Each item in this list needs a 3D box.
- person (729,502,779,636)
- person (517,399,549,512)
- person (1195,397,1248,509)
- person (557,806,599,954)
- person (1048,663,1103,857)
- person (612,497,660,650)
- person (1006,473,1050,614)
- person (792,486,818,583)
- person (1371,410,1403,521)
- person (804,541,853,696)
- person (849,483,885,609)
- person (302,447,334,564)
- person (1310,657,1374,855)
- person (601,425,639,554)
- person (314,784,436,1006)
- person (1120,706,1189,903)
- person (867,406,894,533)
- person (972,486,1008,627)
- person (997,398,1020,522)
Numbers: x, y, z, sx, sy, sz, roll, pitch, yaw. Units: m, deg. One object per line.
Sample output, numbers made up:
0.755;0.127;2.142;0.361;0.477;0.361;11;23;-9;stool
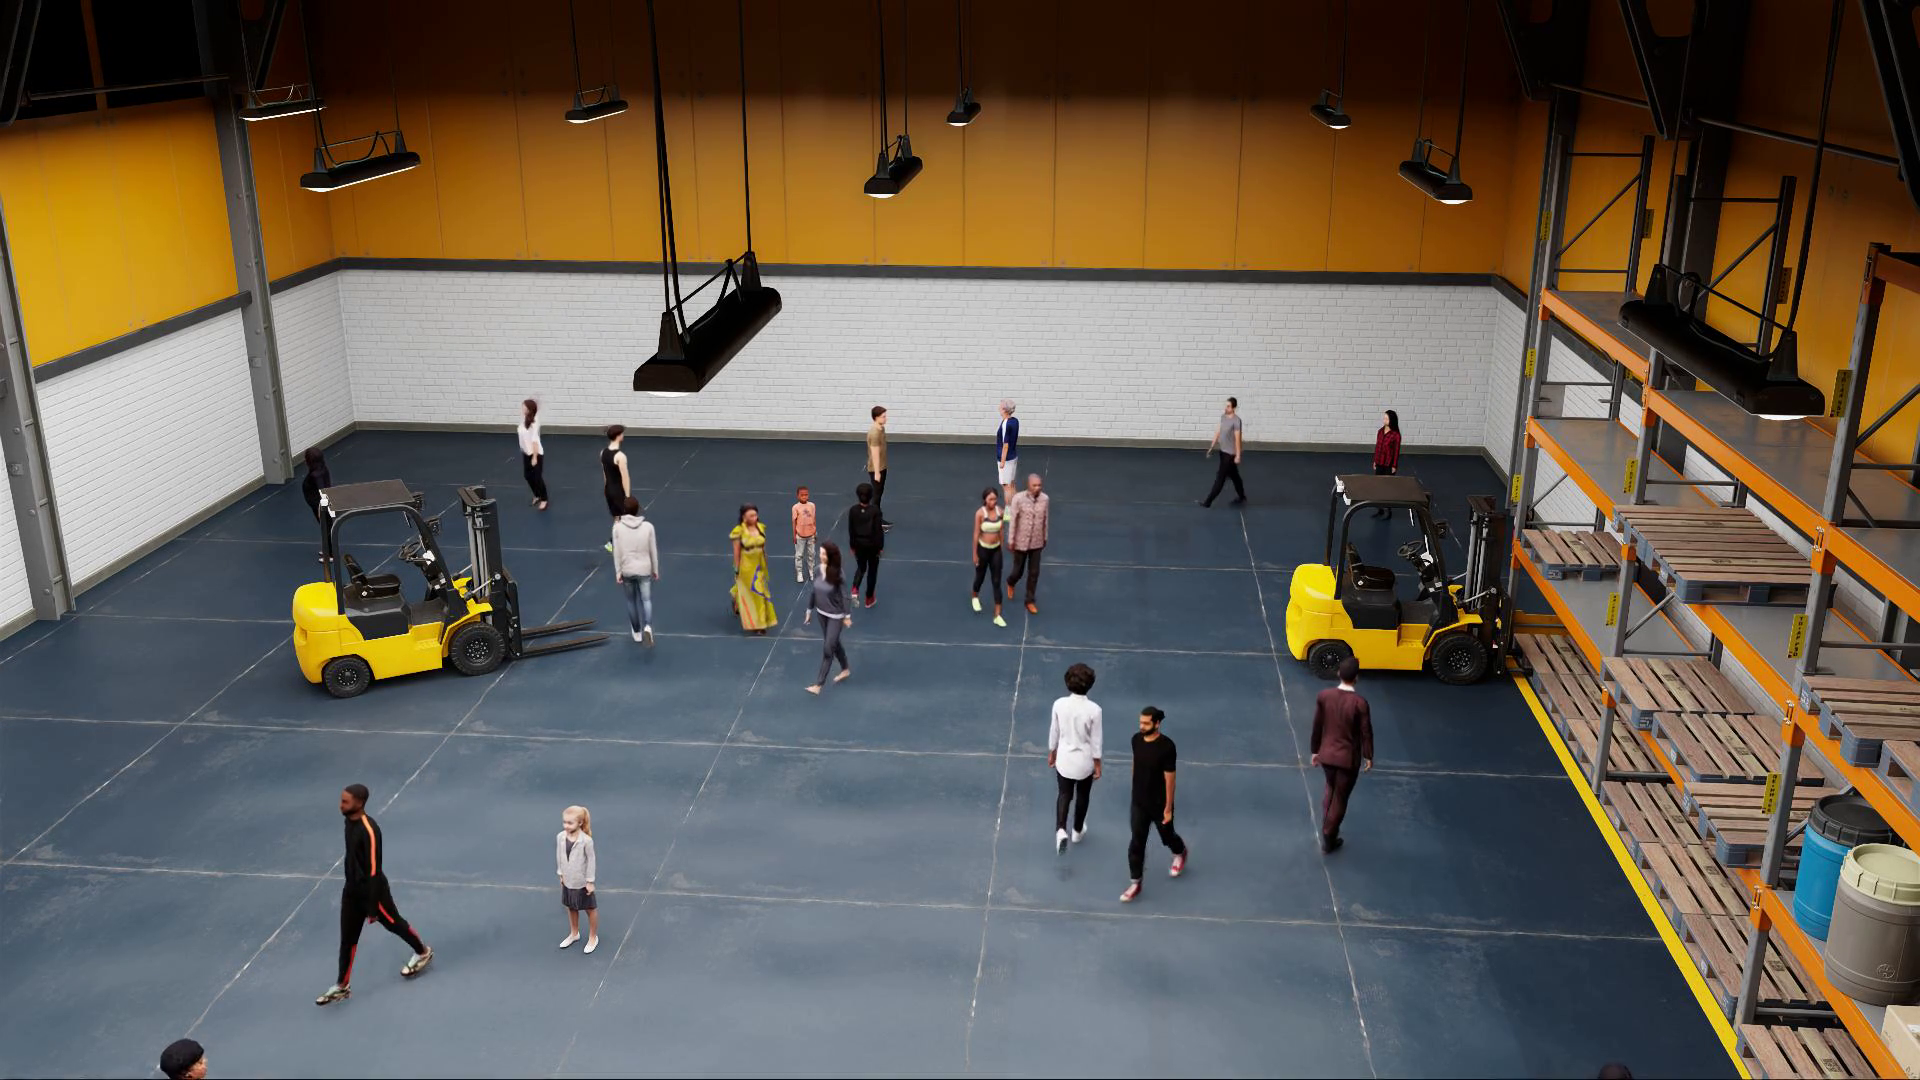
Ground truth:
-2.614;0.322;20.341;1.248;1.638;1.254;16;25;40;person
-6.345;-1.268;24.884;0.826;1.752;0.786;-12;22;-31;person
4.127;-1.304;25.064;1.012;1.705;1.196;-6;19;-17;person
-3.136;2.765;13.654;0.560;1.275;0.589;7;20;21;person
1.034;2.019;15.070;0.787;1.785;1.060;5;19;15;person
-3.847;0.418;19.753;0.933;1.831;1.184;-5;19;-16;person
0.832;-0.001;21.071;0.919;1.783;1.055;-5;19;-13;person
-2.062;-0.100;22.107;0.541;1.310;0.569;-6;20;-18;person
6.324;-1.126;24.619;0.717;1.651;0.636;-12;22;-32;person
-1.391;0.841;18.674;1.023;1.717;1.194;14;23;36;person
-1.195;0.098;20.964;0.706;1.665;0.885;6;19;17;person
-8.735;-0.492;22.792;0.808;1.615;0.696;-6;20;-17;person
3.411;1.985;15.077;0.905;1.846;0.980;16;24;39;person
-4.758;-0.636;22.805;0.892;1.880;0.966;15;24;38;person
-4.543;2.723;13.021;1.137;1.760;1.278;17;25;41;person
1.729;2.245;14.479;1.007;1.733;1.162;14;23;36;person
-1.195;-1.039;24.049;0.720;1.850;0.499;3;19;8;person
0.312;0.159;20.714;0.925;1.708;1.228;-6;20;-18;person
0.700;-1.207;24.566;0.734;1.839;0.558;5;19;15;person
